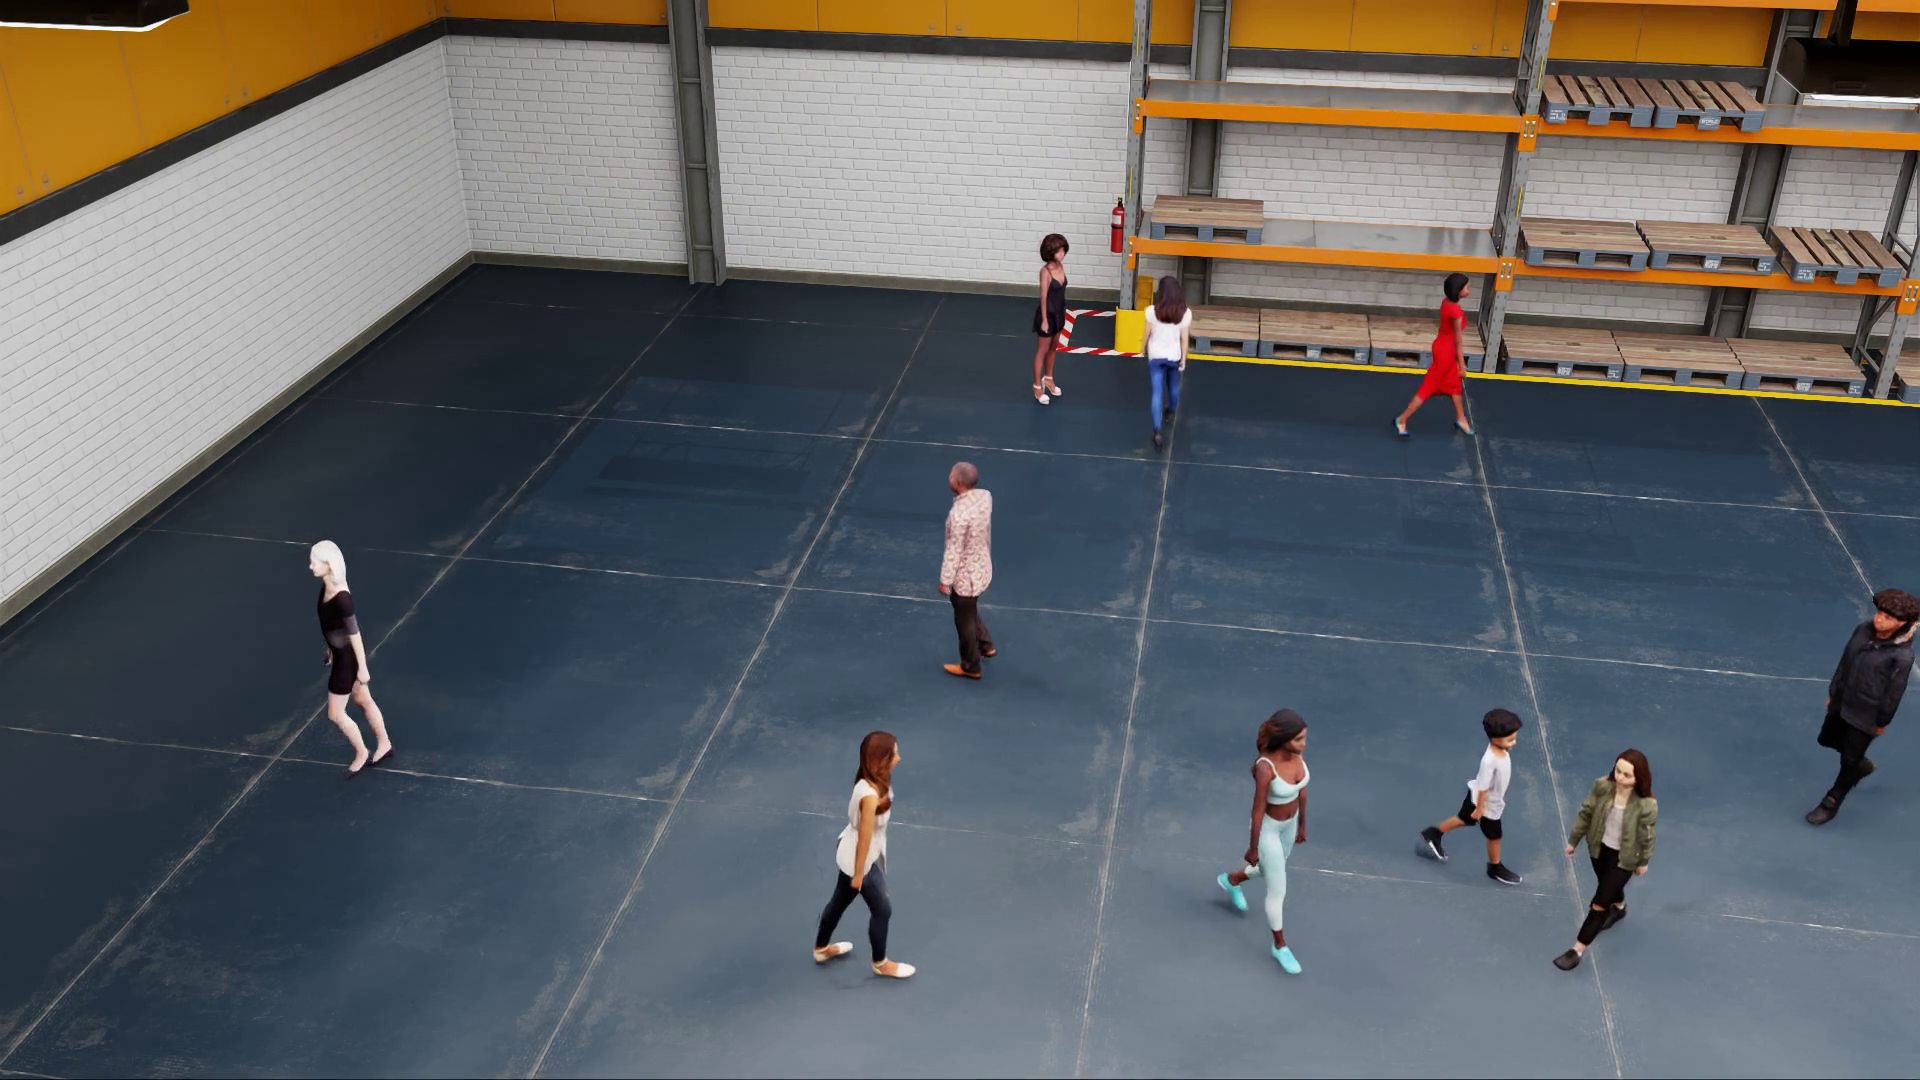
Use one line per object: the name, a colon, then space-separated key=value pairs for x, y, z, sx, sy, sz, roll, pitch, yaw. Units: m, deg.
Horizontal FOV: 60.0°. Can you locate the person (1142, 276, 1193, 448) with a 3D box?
person: x=1.993 y=-1.693 z=16.216 sx=1.069 sy=1.633 sz=0.794 roll=1 pitch=29 yaw=1

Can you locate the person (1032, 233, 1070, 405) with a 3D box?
person: x=0.931 y=-2.293 z=17.152 sx=0.654 sy=1.788 sz=0.644 roll=17 pitch=33 yaw=28

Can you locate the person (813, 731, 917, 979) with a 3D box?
person: x=-0.644 y=1.831 z=9.640 sx=0.892 sy=1.743 sz=0.678 roll=-1 pitch=29 yaw=-3

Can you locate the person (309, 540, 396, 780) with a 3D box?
person: x=-4.114 y=0.805 z=11.444 sx=0.826 sy=1.816 sz=0.768 roll=-17 pitch=33 yaw=-29

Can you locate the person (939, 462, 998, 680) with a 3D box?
person: x=0.138 y=0.263 z=12.459 sx=0.716 sy=1.795 sz=0.751 roll=13 pitch=31 yaw=22

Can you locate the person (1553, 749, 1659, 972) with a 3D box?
person: x=3.939 y=1.848 z=9.932 sx=1.073 sy=1.434 sz=1.029 roll=-19 pitch=34 yaw=-31

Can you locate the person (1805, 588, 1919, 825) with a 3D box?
person: x=6.012 y=1.073 z=11.007 sx=1.003 sy=1.765 sz=0.878 roll=-10 pitch=30 yaw=-18

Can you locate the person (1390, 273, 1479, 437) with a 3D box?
person: x=4.641 y=-1.746 z=16.248 sx=1.127 sy=1.694 sz=0.688 roll=1 pitch=29 yaw=2

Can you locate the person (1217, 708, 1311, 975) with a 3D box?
person: x=1.826 y=1.708 z=9.908 sx=0.979 sy=1.703 sz=1.069 roll=-21 pitch=35 yaw=-34

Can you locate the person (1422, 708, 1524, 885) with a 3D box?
person: x=3.289 y=1.593 z=10.599 sx=0.941 sy=1.242 sz=0.659 roll=13 pitch=31 yaw=23
